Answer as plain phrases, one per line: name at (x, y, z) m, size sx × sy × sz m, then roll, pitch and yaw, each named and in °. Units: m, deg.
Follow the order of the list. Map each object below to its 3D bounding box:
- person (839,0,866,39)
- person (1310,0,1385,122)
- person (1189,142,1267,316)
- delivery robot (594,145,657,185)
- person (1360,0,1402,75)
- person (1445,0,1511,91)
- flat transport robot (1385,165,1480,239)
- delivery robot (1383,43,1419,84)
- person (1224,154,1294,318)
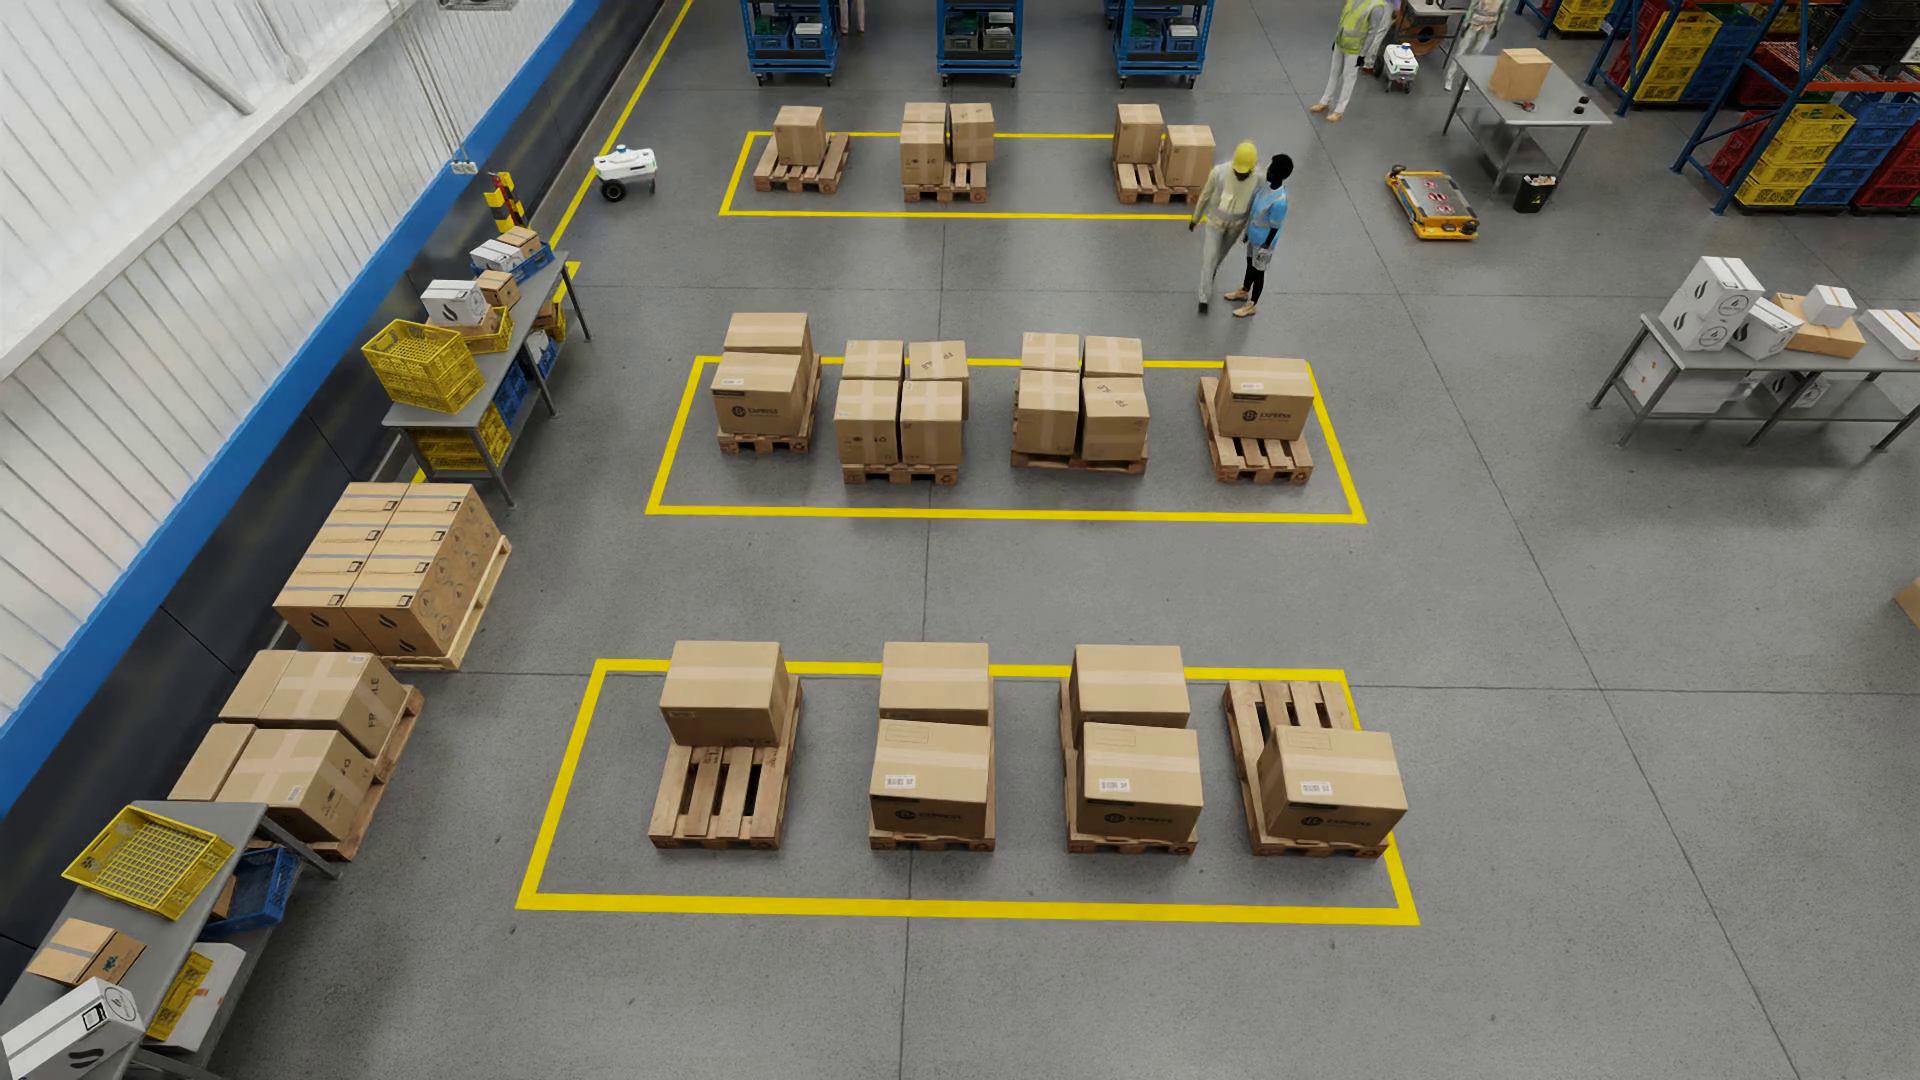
person at (-1.704, -8.764, 13.980) m, size 0.619 × 1.983 × 0.412 m, roll -18°, pitch 52°, yaw -15°
person at (5.163, -6.536, 12.144) m, size 0.430 × 1.841 × 0.624 m, roll -18°, pitch 51°, yaw -15°
person at (2.711, -3.294, 9.393) m, size 0.658 × 1.761 × 0.942 m, roll 6°, pitch 49°, yaw 5°
delivery robot at (-4.095, -4.597, 11.248) m, size 0.707 × 0.478 × 0.477 m, roll -17°, pitch 51°, yaw -14°
person at (6.178, -7.739, 13.129) m, size 0.372 × 1.932 × 0.633 m, roll 5°, pitch 49°, yaw 4°
person at (7.285, -7.160, 12.818) m, size 0.516 × 1.631 × 0.332 m, roll 7°, pitch 49°, yaw 6°
flat transport robot at (5.692, -4.094, 11.059) m, size 0.652 × 0.197 × 1.431 m, roll 1°, pitch 49°, yaw 1°
delivery robot at (6.374, -6.919, 13.257) m, size 0.477 × 0.478 × 0.707 m, roll 4°, pitch 49°, yaw 4°
person at (3.026, -3.052, 9.218) m, size 0.318 × 1.700 × 0.535 m, roll -3°, pitch 49°, yaw -2°
